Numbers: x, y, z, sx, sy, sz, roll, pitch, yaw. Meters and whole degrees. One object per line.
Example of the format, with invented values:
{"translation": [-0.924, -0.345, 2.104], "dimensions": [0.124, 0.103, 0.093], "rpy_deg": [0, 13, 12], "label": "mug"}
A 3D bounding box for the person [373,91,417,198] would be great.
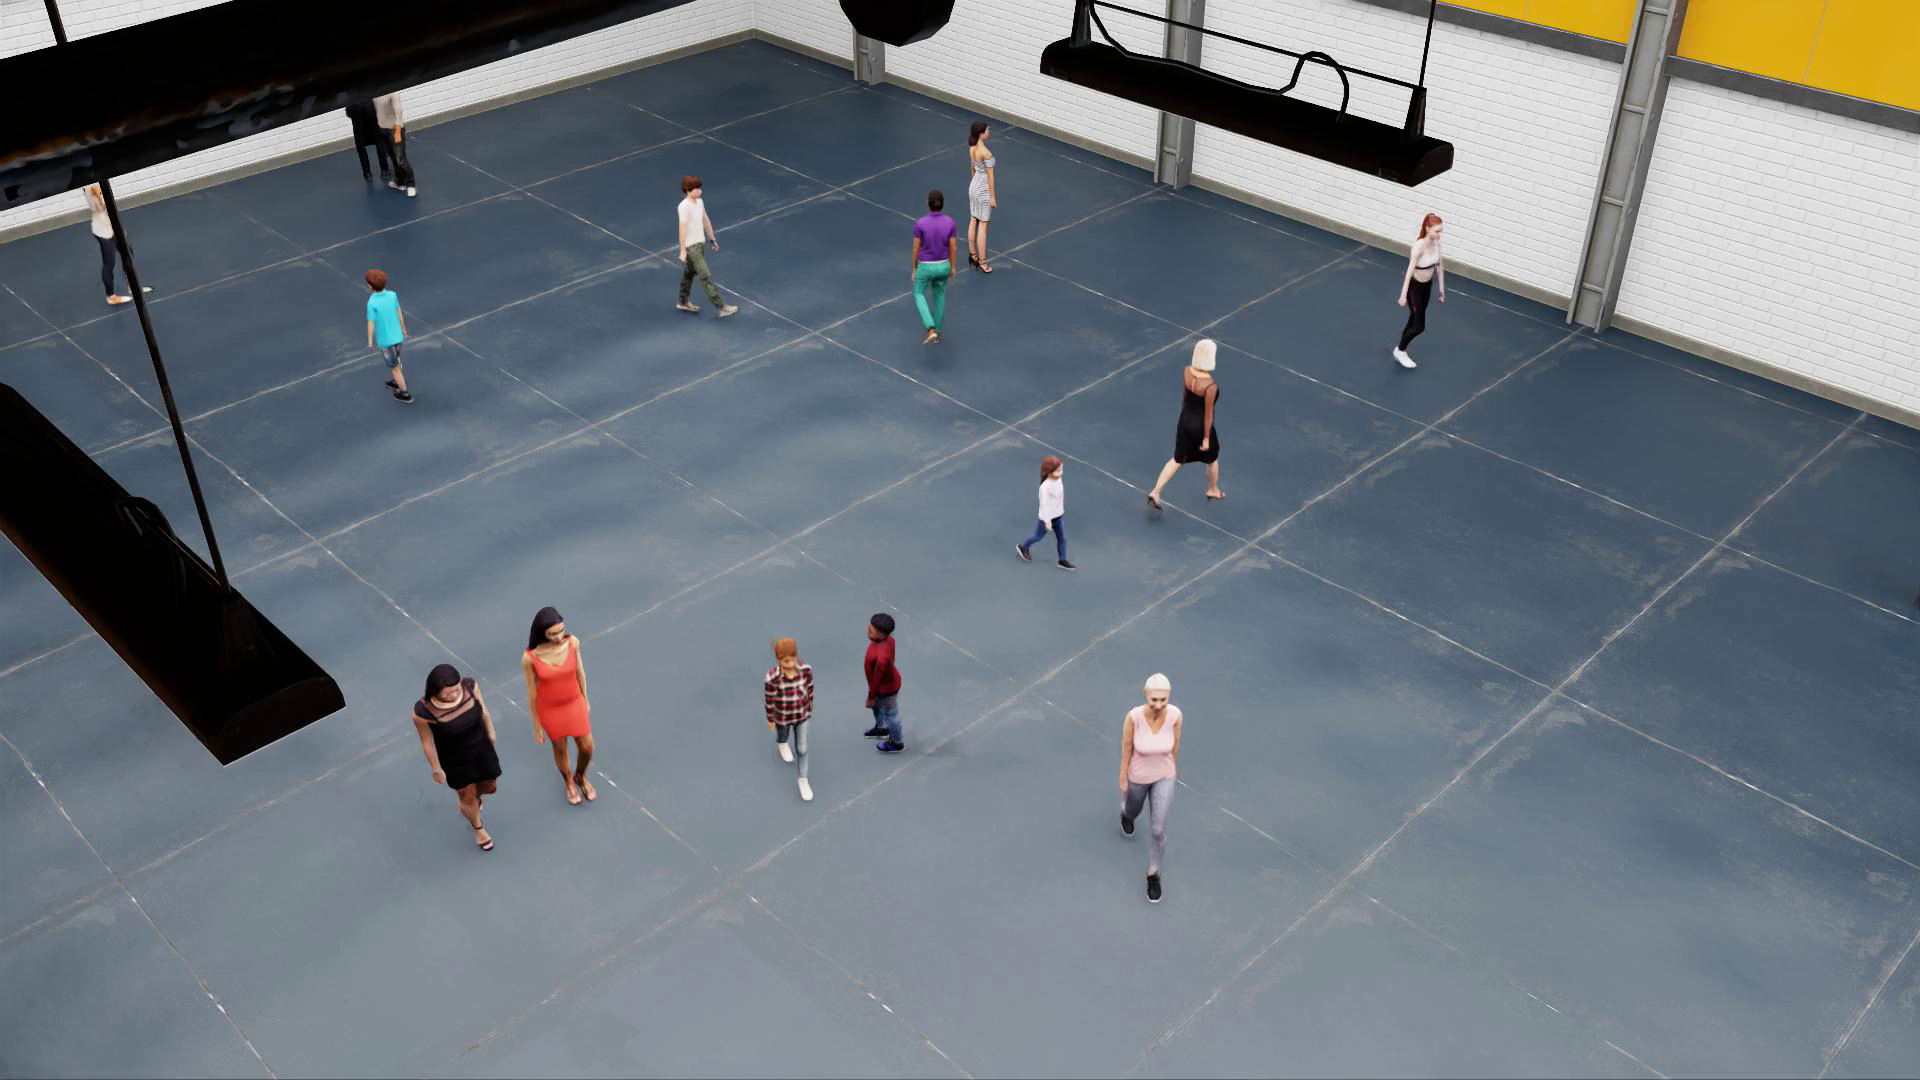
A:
{"translation": [-7.358, -5.344, 21.502], "dimensions": [0.886, 1.775, 0.520], "rpy_deg": [-25, 41, -32], "label": "person"}

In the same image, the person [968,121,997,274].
{"translation": [0.235, -4.024, 19.473], "dimensions": [0.705, 1.822, 0.559], "rpy_deg": [-18, 37, -24], "label": "person"}

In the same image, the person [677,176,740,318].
{"translation": [-3.031, -3.274, 18.524], "dimensions": [1.141, 1.624, 0.890], "rpy_deg": [12, 35, 17], "label": "person"}

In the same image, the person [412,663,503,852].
{"translation": [-3.446, 1.432, 11.382], "dimensions": [0.719, 1.692, 0.806], "rpy_deg": [-29, 43, -36], "label": "person"}

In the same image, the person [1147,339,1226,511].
{"translation": [2.061, -0.982, 15.001], "dimensions": [0.797, 1.707, 1.066], "rpy_deg": [-21, 39, -29], "label": "person"}

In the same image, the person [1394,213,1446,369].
{"translation": [4.743, -2.637, 17.468], "dimensions": [0.635, 1.732, 0.602], "rpy_deg": [-27, 42, -34], "label": "person"}

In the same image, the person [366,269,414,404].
{"translation": [-5.737, -2.056, 16.858], "dimensions": [0.769, 1.440, 0.643], "rpy_deg": [17, 37, 24], "label": "person"}

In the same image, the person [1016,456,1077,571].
{"translation": [0.736, -0.248, 14.451], "dimensions": [0.800, 1.093, 0.483], "rpy_deg": [26, 41, 33], "label": "person"}

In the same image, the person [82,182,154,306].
{"translation": [-9.692, -3.460, 18.673], "dimensions": [0.750, 1.769, 0.742], "rpy_deg": [-16, 37, -23], "label": "person"}

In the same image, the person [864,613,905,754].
{"translation": [-0.493, 1.070, 12.334], "dimensions": [0.668, 1.241, 0.609], "rpy_deg": [1, 34, 1], "label": "person"}

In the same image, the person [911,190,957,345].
{"translation": [-0.275, -2.874, 17.800], "dimensions": [0.869, 1.760, 0.966], "rpy_deg": [-8, 34, -11], "label": "person"}

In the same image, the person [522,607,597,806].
{"translation": [-2.868, 1.143, 11.805], "dimensions": [0.669, 1.705, 0.671], "rpy_deg": [-15, 36, -21], "label": "person"}

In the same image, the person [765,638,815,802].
{"translation": [-1.246, 1.206, 12.091], "dimensions": [0.785, 1.284, 0.982], "rpy_deg": [-10, 35, -14], "label": "person"}

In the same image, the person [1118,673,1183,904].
{"translation": [1.259, 1.541, 11.214], "dimensions": [1.017, 1.697, 1.087], "rpy_deg": [0, 34, -1], "label": "person"}
